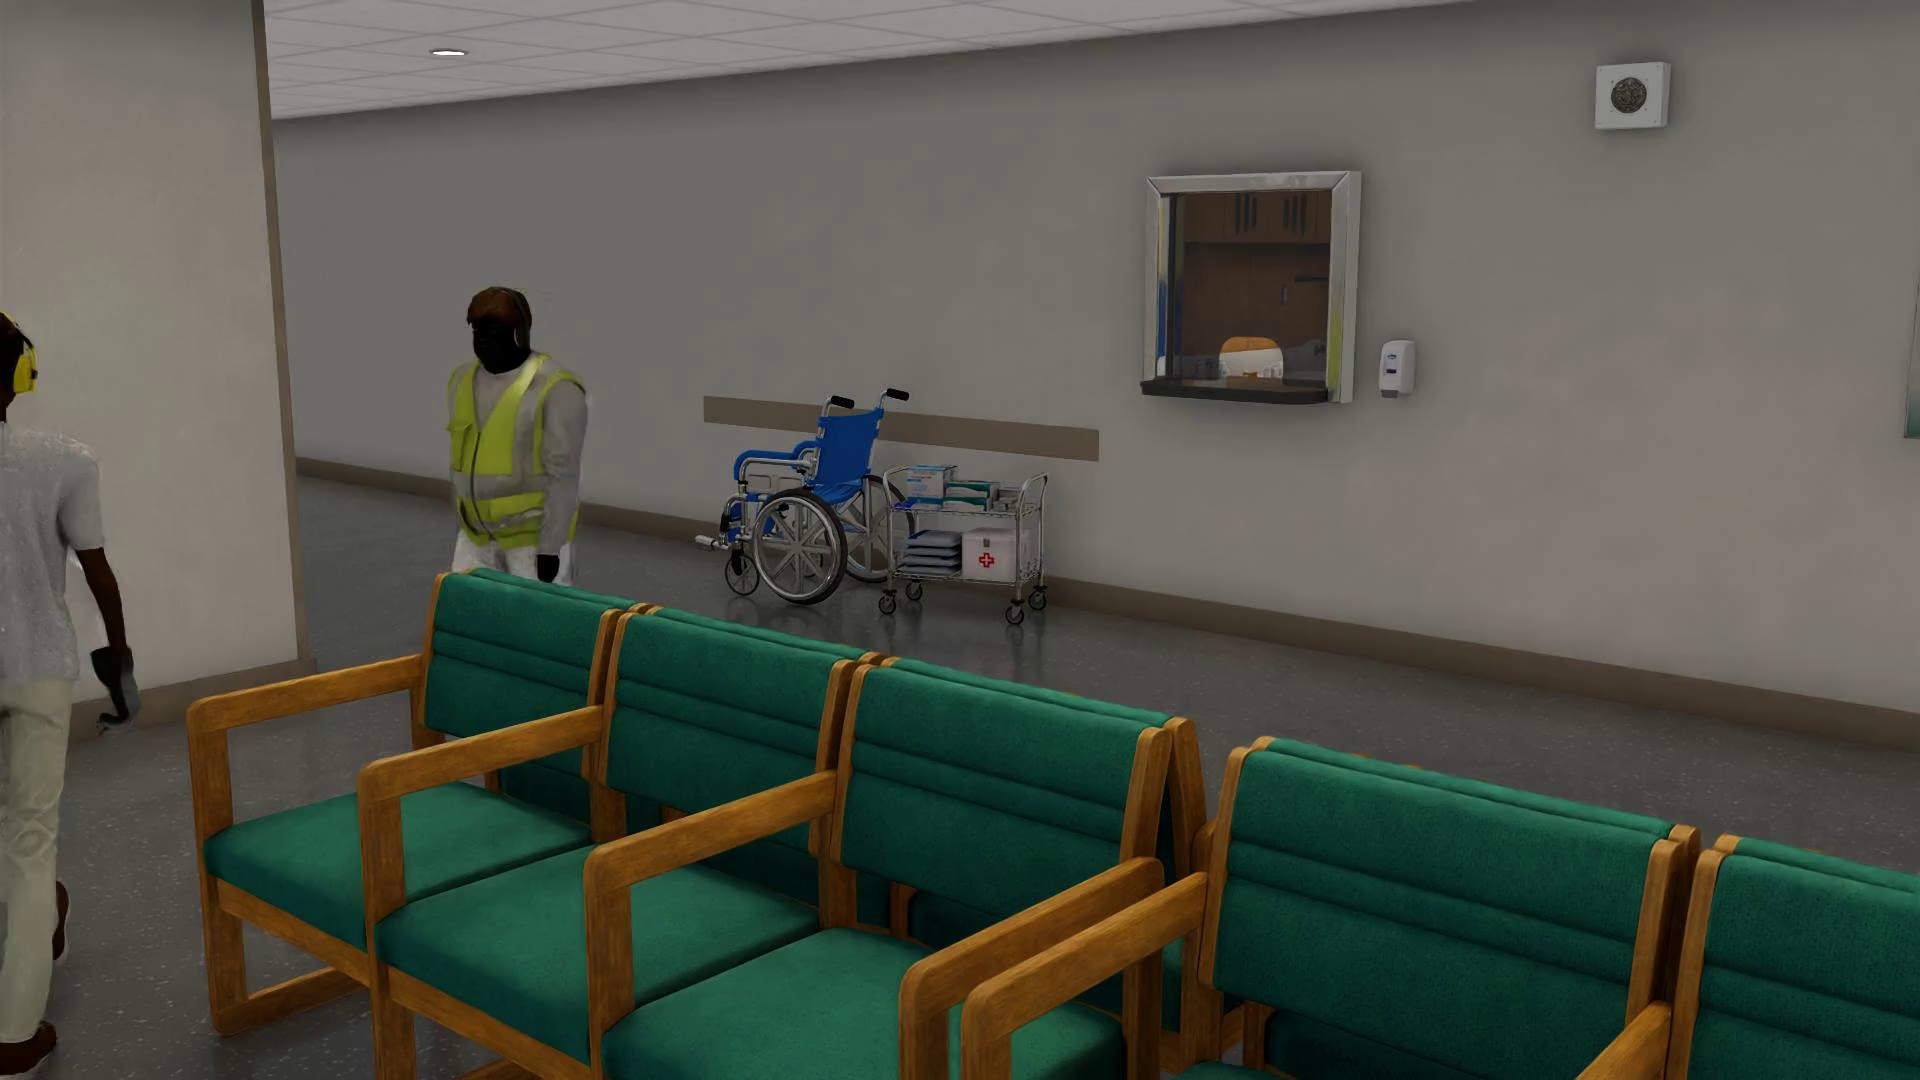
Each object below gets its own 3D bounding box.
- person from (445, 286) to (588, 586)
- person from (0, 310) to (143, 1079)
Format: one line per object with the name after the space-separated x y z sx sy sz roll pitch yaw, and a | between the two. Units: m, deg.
-1.641 -0.019 6.149 0.641 1.821 0.432 5 11 26 | person
-2.353 0.326 4.149 0.554 1.824 0.964 -3 10 -16 | person
